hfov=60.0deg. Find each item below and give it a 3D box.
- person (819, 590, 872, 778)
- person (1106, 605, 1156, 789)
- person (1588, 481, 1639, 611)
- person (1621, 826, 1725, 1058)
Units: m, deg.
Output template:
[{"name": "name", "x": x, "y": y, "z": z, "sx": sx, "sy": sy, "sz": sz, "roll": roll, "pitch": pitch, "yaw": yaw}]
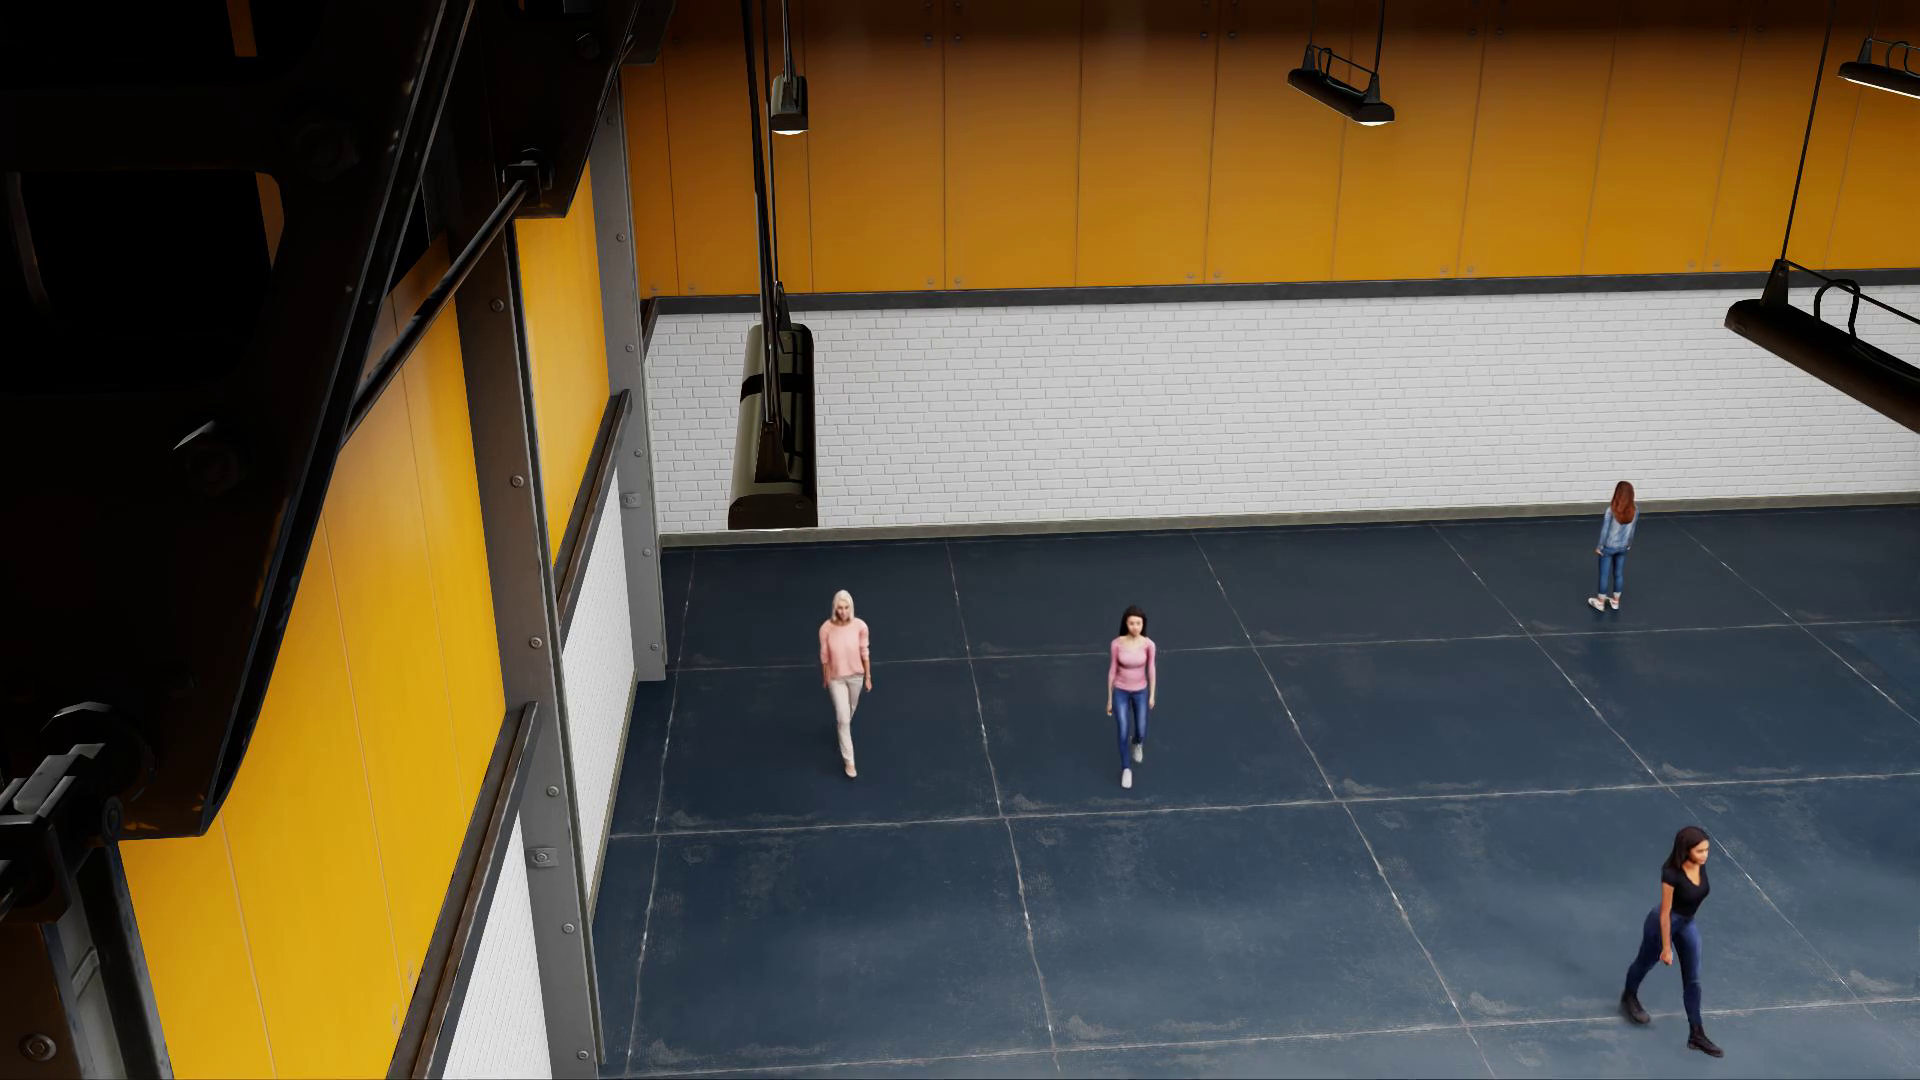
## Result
[{"name": "person", "x": -1.048, "y": 1.217, "z": 15.163, "sx": 0.709, "sy": 1.686, "sz": 1.150, "roll": -5, "pitch": 24, "yaw": -12}, {"name": "person", "x": 1.523, "y": 1.337, "z": 14.826, "sx": 0.665, "sy": 1.735, "sz": 0.794, "roll": 3, "pitch": 24, "yaw": 6}, {"name": "person", "x": 7.118, "y": 0.059, "z": 18.073, "sx": 0.581, "sy": 1.475, "sz": 0.540, "roll": -6, "pitch": 24, "yaw": -14}, {"name": "person", "x": 4.921, "y": 2.714, "z": 11.716, "sx": 0.869, "sy": 1.703, "sz": 1.125, "roll": -12, "pitch": 27, "yaw": -26}]
